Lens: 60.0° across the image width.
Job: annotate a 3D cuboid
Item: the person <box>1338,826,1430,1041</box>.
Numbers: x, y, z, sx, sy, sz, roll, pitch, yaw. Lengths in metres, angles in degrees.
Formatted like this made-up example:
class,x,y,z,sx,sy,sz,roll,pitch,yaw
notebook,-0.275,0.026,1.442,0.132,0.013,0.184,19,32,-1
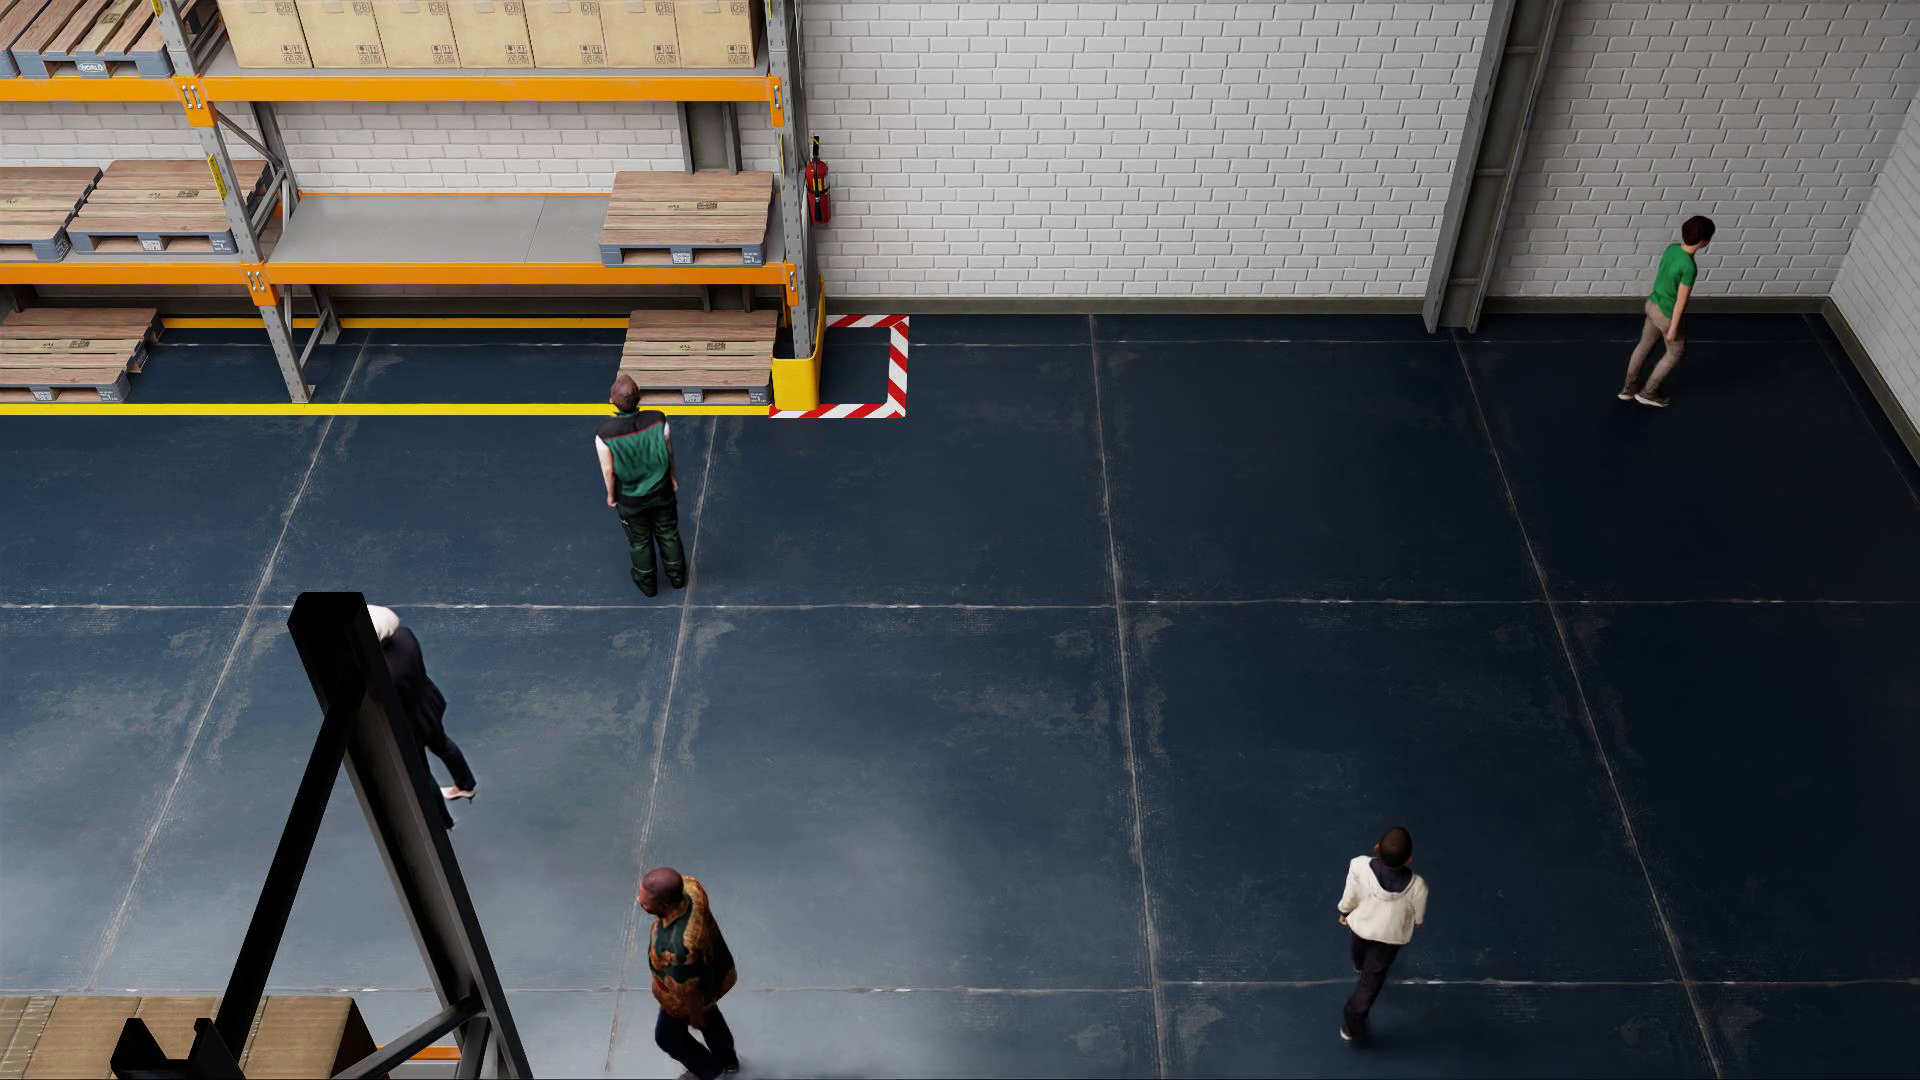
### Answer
class,x,y,z,sx,sy,sz,roll,pitch,yaw
person,2.197,2.070,8.781,0.978,1.441,0.963,26,49,24

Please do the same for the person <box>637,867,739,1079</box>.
class,x,y,z,sx,sy,sz,roll,pitch,yaw
person,-1.278,2.199,8.391,0.675,1.792,0.684,-3,44,-3

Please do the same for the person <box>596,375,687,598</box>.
class,x,y,z,sx,sy,sz,roll,pitch,yaw
person,-2.106,-0.361,11.042,0.661,1.843,0.787,-17,46,-17

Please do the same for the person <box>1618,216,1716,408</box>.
class,x,y,z,sx,sy,sz,roll,pitch,yaw
person,5.281,-1.718,12.607,0.622,1.648,0.644,-3,44,-3

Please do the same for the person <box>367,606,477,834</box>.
class,x,y,z,sx,sy,sz,roll,pitch,yaw
person,-2.941,0.938,8.963,0.659,1.779,0.764,9,44,9
